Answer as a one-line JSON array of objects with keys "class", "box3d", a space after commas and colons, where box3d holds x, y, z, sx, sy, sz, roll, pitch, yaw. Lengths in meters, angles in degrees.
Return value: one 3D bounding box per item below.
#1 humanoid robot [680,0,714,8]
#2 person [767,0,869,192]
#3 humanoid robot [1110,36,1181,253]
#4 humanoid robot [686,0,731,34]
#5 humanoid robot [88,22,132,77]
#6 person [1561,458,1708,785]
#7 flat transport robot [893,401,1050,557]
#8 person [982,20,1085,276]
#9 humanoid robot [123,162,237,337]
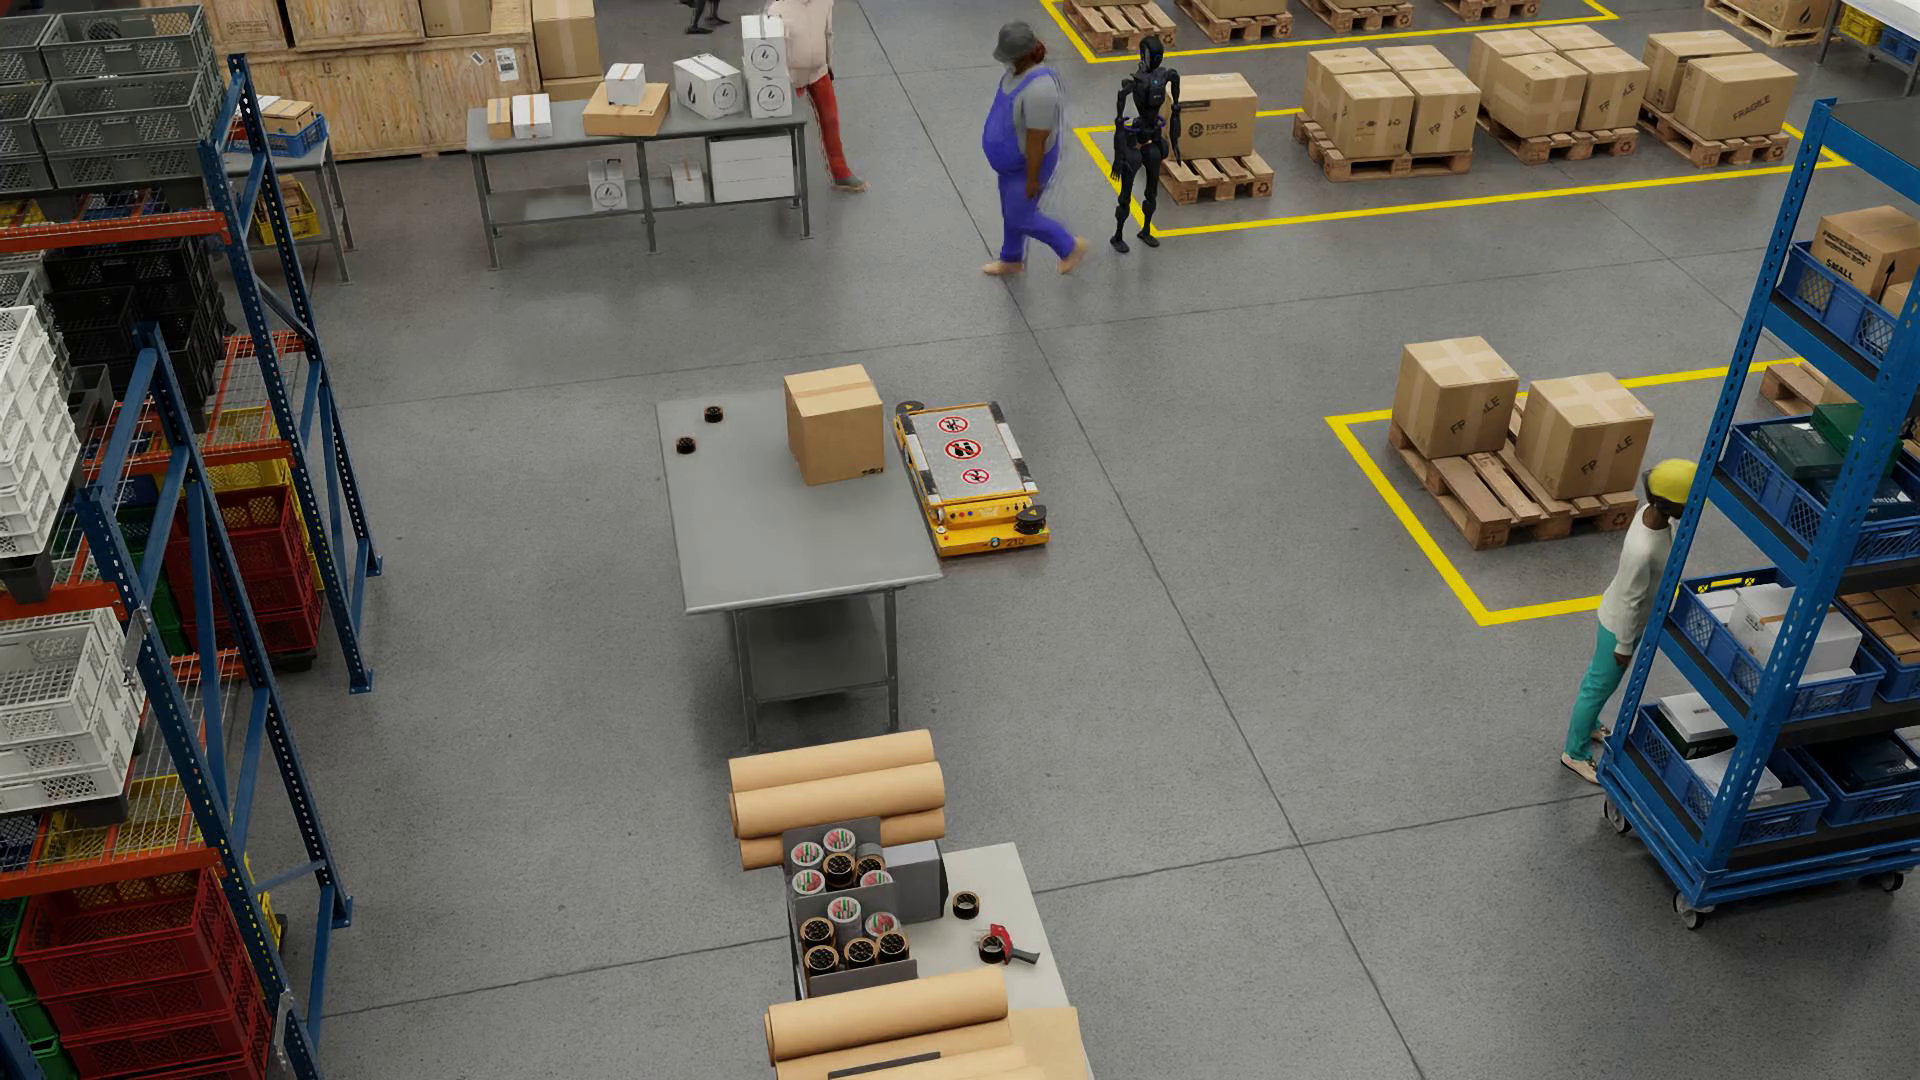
[{"class": "humanoid robot", "box3d": [-2.723, -6.253, 16.767, 0.613, 1.656, 0.308, -20, 41, -24]}, {"class": "person", "box3d": [-1.225, -3.643, 13.052, 0.674, 1.952, 0.687, -24, 43, -29]}, {"class": "humanoid robot", "box3d": [1.364, -2.918, 12.295, 0.562, 1.650, 0.357, -17, 40, -21]}, {"class": "humanoid robot", "box3d": [-2.517, -5.775, 16.177, 0.569, 1.630, 0.651, -16, 39, -20]}, {"class": "humanoid robot", "box3d": [-6.185, -3.065, 12.481, 0.325, 1.657, 0.594, -23, 43, -28]}, {"class": "person", "box3d": [3.153, 0.367, 7.805, 0.306, 1.769, 0.523, 18, 40, 22]}, {"class": "flat transport robot", "box3d": [0.046, -0.430, 10.108, 0.652, 0.197, 1.431, -8, 37, -10]}, {"class": "person", "box3d": [0.507, -2.736, 11.748, 0.712, 2.000, 0.722, -8, 37, -10]}, {"class": "humanoid robot", "box3d": [-5.263, -2.077, 11.154, 0.609, 1.657, 0.315, 5, 37, 6]}]
